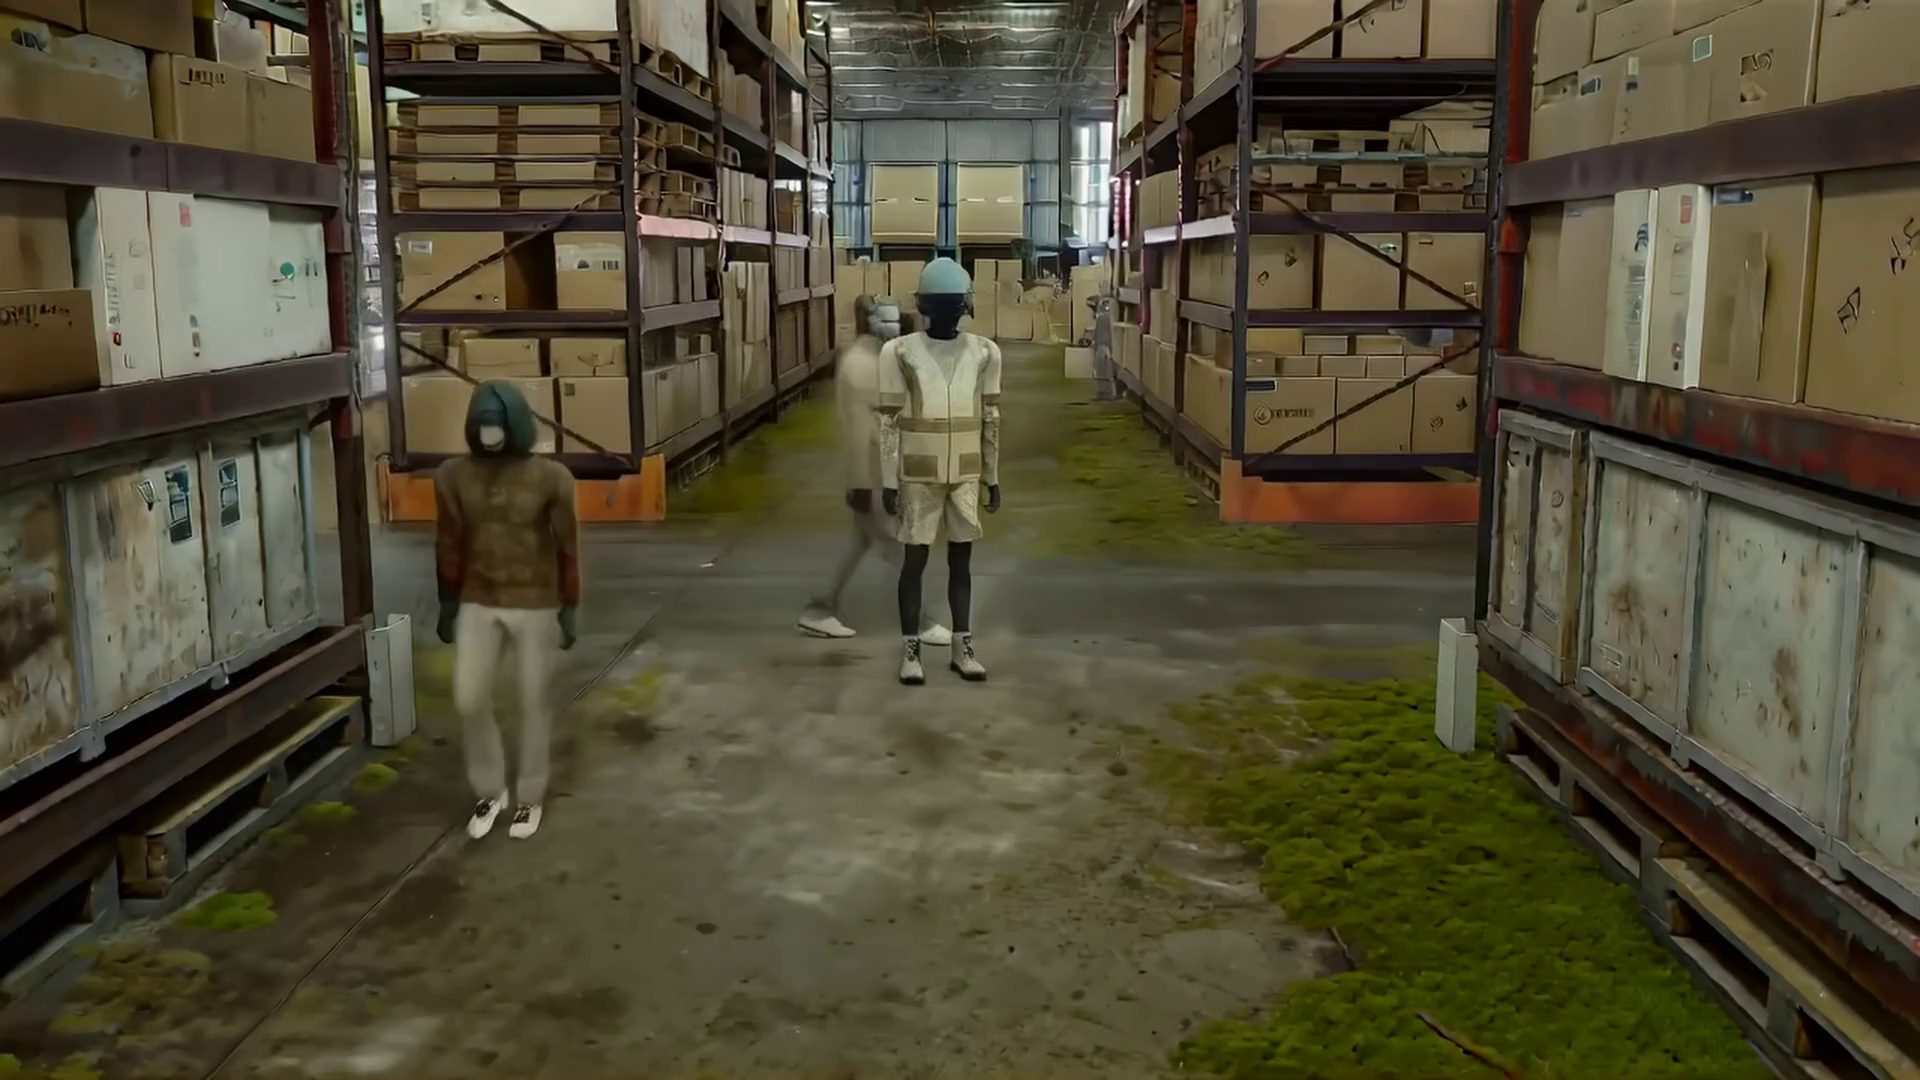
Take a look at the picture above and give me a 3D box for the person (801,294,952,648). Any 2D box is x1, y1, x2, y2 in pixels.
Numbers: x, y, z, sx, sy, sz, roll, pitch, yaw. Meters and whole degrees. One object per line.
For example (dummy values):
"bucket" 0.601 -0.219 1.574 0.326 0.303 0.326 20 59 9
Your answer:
"person" -0.438 -0.362 8.788 0.904 1.864 0.653 0 9 0

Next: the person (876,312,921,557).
"person" -0.390 -0.714 11.418 0.375 1.686 0.547 -1 9 -4

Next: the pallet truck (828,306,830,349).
"pallet truck" -3.100 -3.940 29.800 1.885 1.965 0.823 3 10 19

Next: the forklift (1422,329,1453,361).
"forklift" 9.304 -4.894 32.876 1.873 2.768 1.129 0 9 0

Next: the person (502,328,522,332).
"person" -7.691 -3.702 28.870 0.653 1.829 0.521 2 10 9

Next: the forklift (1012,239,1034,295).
"forklift" 2.148 -8.962 57.243 1.873 2.768 1.129 -5 11 -27

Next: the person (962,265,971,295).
"person" 0.182 -7.936 53.915 0.353 1.936 0.633 2 10 13

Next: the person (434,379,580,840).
"person" -1.578 0.257 5.764 0.522 1.617 0.425 0 9 1

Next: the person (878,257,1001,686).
"person" -0.085 -0.323 7.991 0.607 2.048 0.370 -3 10 -17

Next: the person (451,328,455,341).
"person" -12.323 -5.477 40.130 0.524 1.620 0.454 -3 10 -15
